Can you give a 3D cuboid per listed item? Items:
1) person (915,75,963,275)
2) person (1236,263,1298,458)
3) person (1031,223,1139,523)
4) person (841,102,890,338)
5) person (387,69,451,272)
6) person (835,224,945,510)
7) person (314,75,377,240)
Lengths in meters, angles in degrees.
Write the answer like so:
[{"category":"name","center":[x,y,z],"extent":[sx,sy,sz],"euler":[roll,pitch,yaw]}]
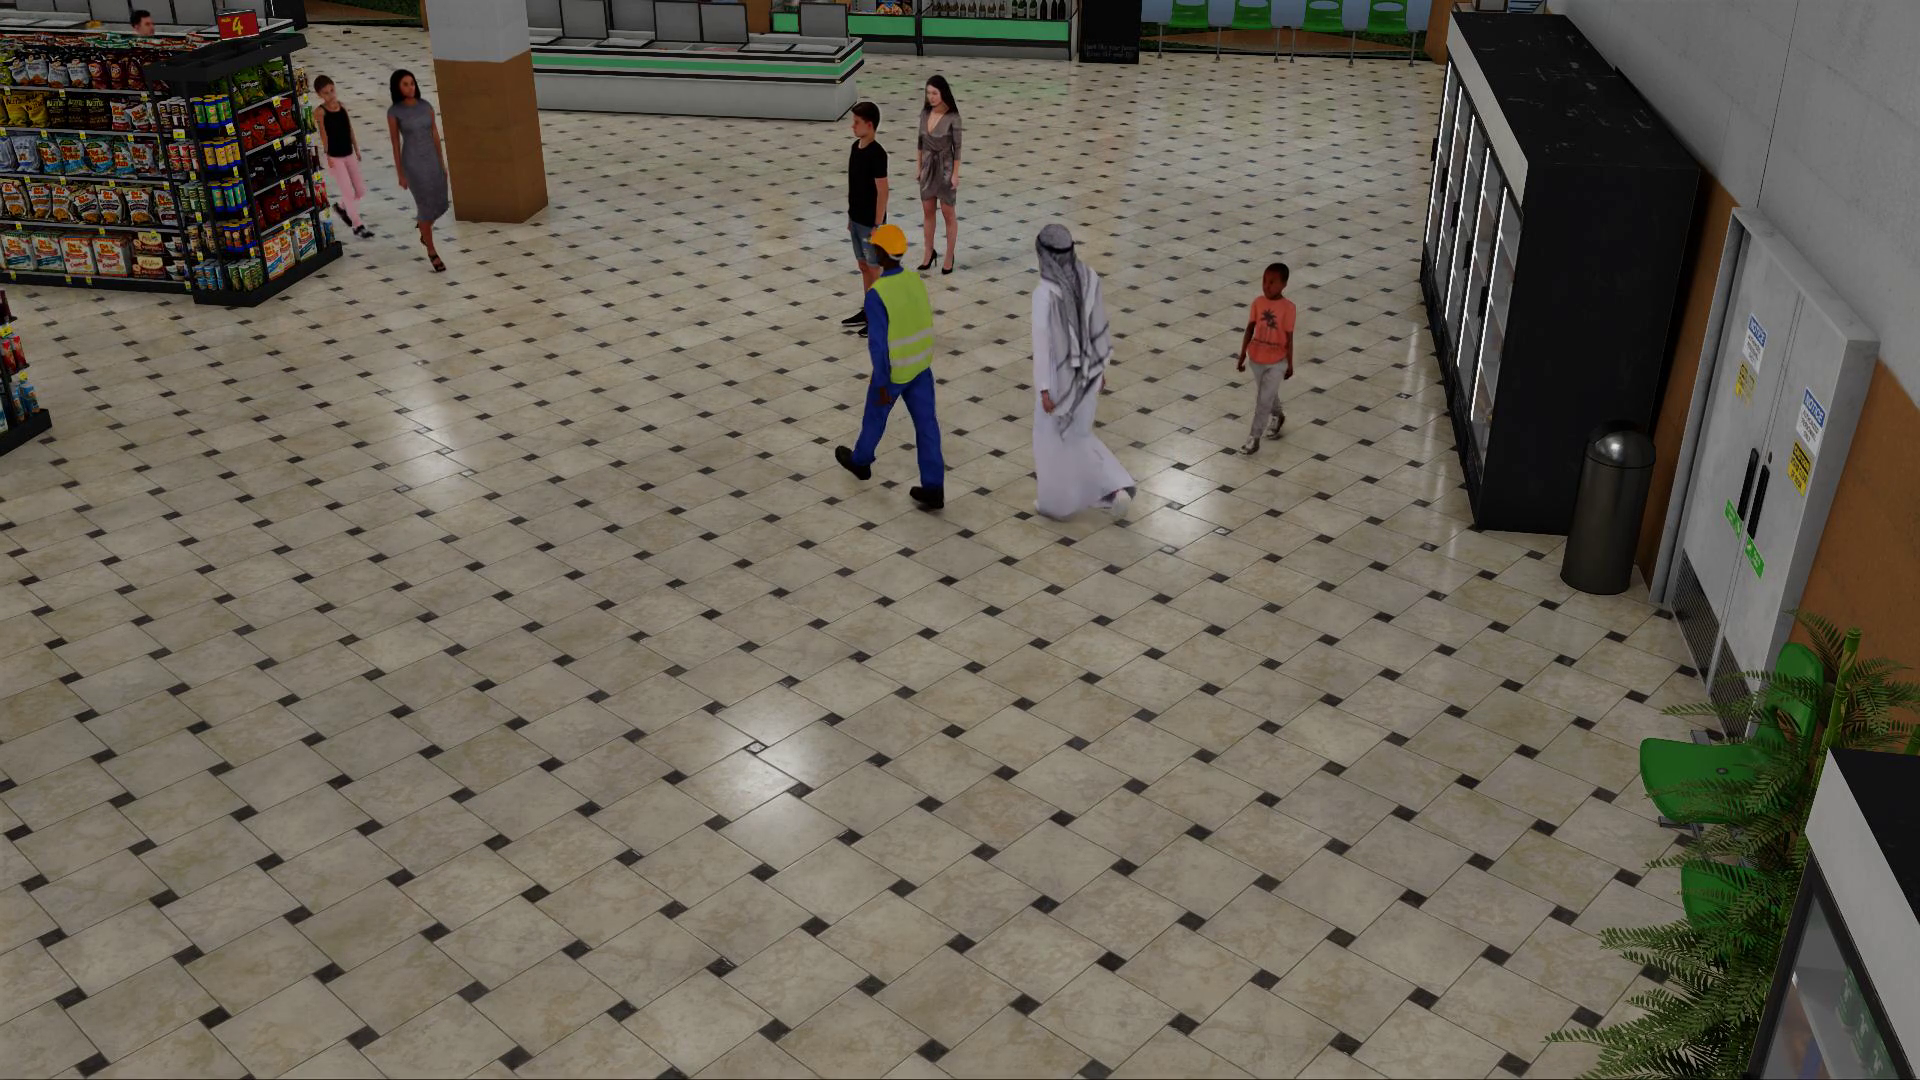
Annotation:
[{"category":"person","center":[-0.187,-3.225,14.669],"extent":[0.568,1.743,0.713],"euler":[15,31,28]},{"category":"person","center":[2.128,-1.257,11.284],"extent":[0.898,1.294,0.839],"euler":[21,34,35]},{"category":"person","center":[0.713,-0.903,9.926],"extent":[1.047,1.892,1.138],"euler":[-20,33,-34]},{"category":"person","center":[-0.721,-2.518,13.255],"extent":[0.783,1.761,0.752],"euler":[-14,30,-26]},{"category":"person","center":[-4.811,-3.281,14.753],"extent":[0.844,1.767,0.920],"euler":[-21,34,-36]},{"category":"person","center":[-0.305,-1.023,10.295],"extent":[1.117,1.771,1.232],"euler":[-21,34,-35]},{"category":"person","center":[-5.850,-3.575,15.584],"extent":[0.881,1.539,0.707],"euler":[14,30,25]}]
